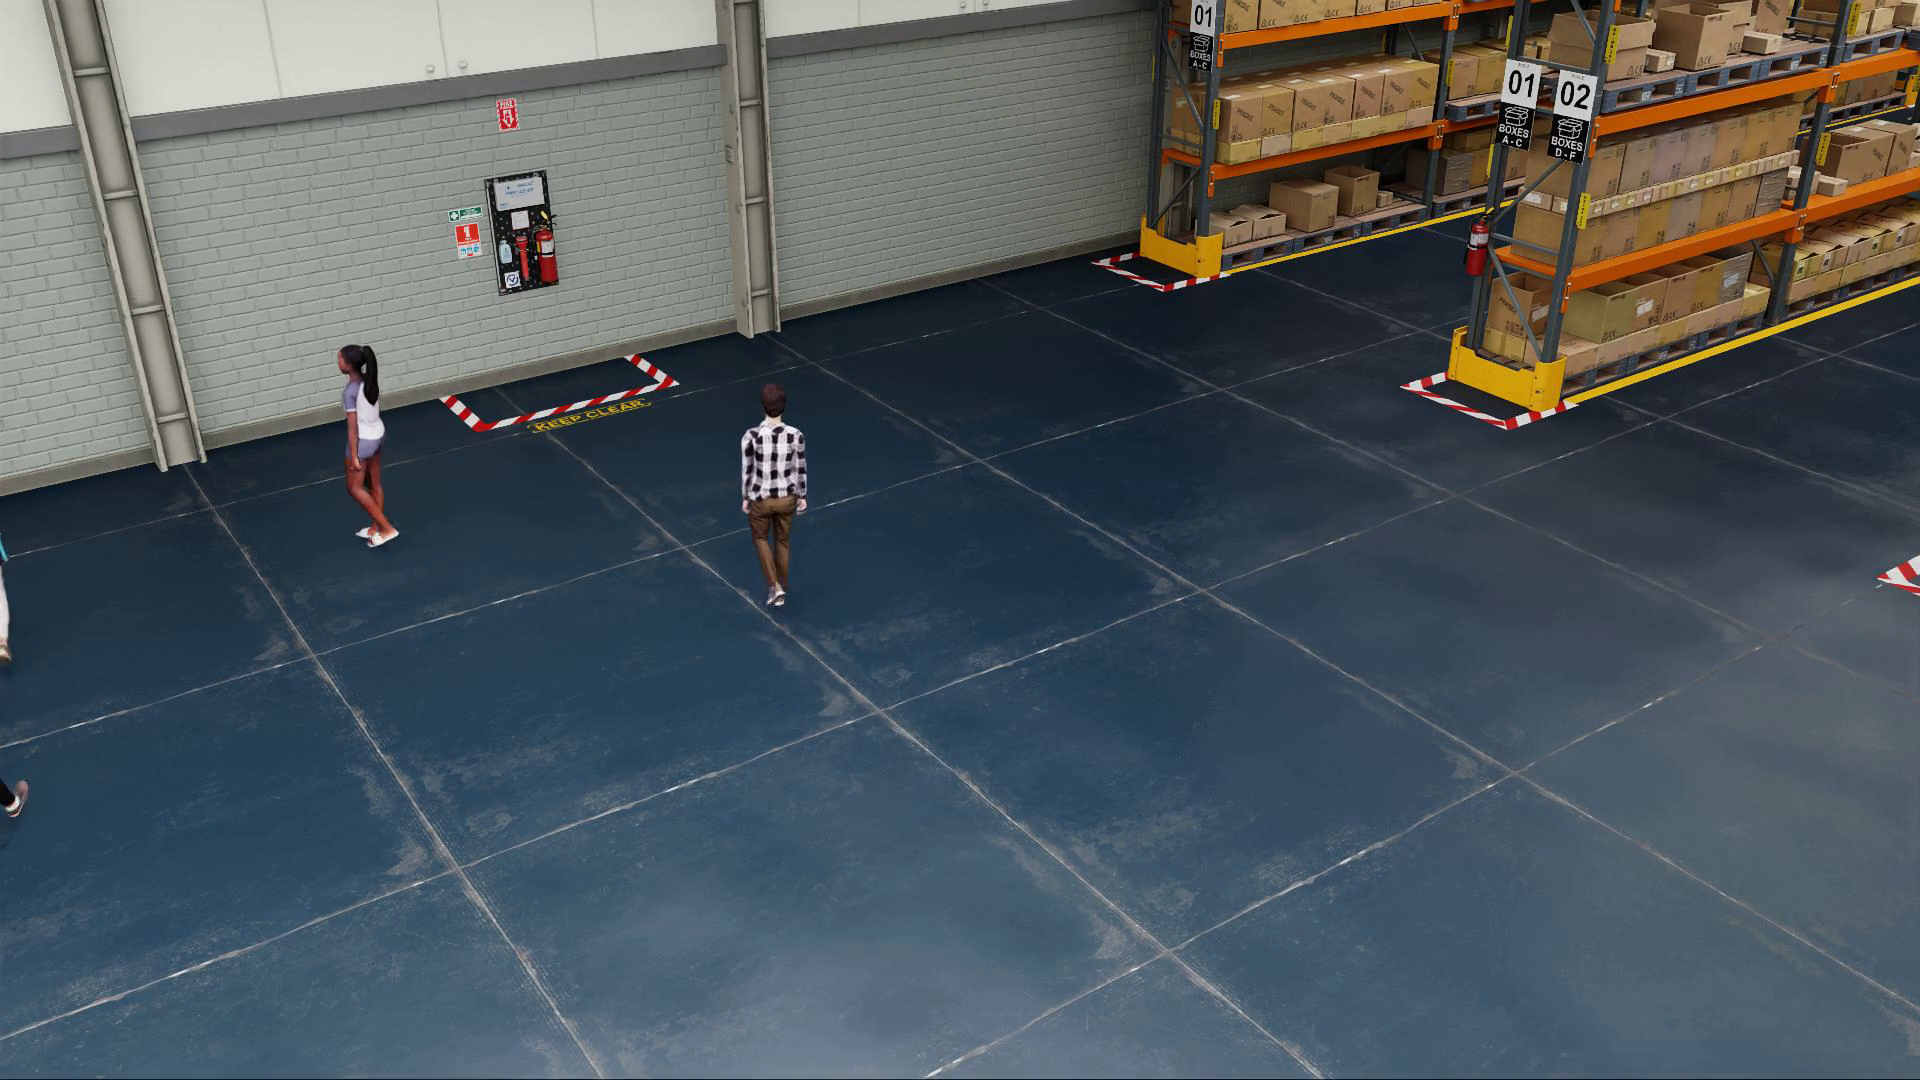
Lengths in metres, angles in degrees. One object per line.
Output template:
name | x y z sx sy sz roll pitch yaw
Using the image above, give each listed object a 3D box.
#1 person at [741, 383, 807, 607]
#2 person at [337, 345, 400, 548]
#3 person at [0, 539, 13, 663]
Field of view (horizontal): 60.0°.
person | -1.379 -0.280 12.376 0.832 1.797 0.857 -7 28 -13
person | -4.724 -0.756 13.388 0.865 1.716 0.805 5 28 9
person | -6.988 0.191 11.803 0.909 1.483 0.768 -11 29 -20
